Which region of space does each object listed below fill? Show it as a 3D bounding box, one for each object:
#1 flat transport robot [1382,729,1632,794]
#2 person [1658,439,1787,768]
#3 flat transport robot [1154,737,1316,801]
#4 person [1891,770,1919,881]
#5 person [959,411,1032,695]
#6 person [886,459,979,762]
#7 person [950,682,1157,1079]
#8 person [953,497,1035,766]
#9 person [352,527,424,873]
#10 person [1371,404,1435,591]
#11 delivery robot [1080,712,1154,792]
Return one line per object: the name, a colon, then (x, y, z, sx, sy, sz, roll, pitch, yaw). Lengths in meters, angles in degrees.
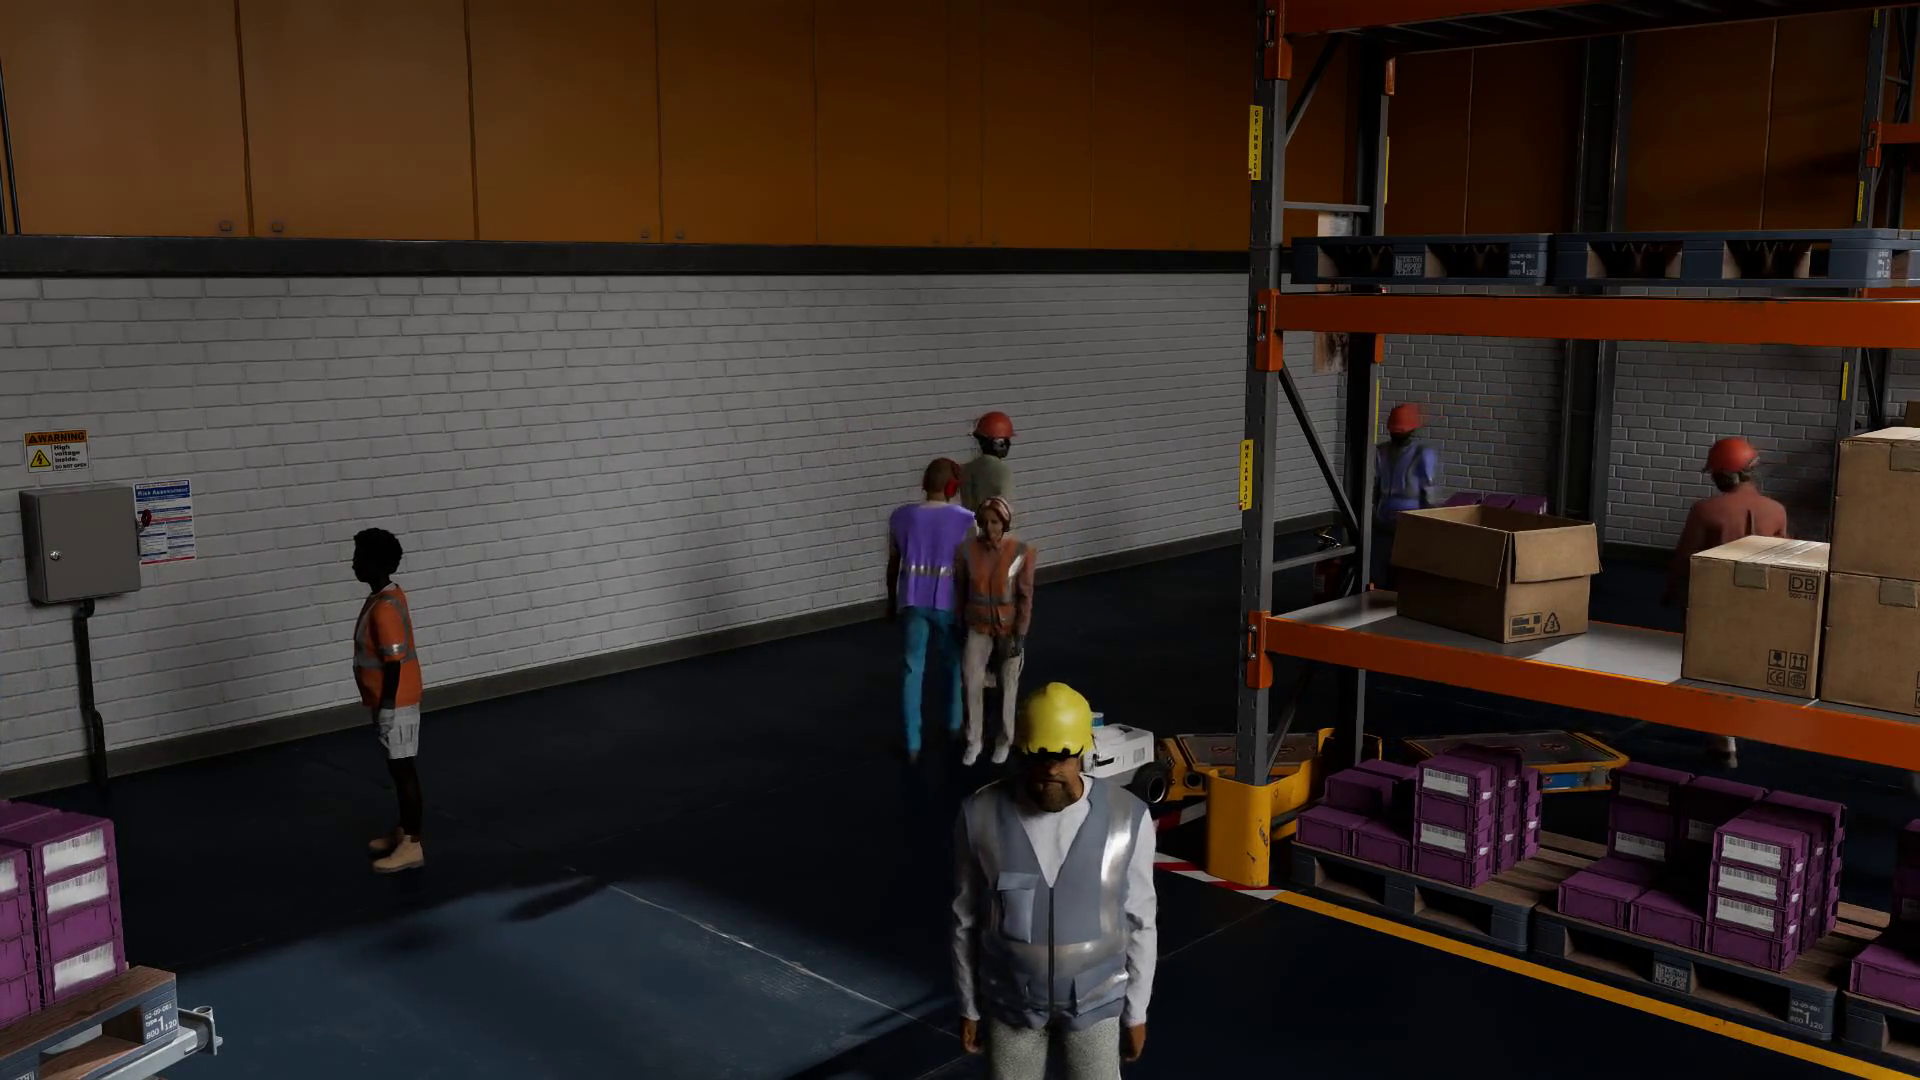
flat transport robot: (3.178, 1.279, 9.481, 1.431, 0.197, 0.652, -2, 9, -10)
person: (4.555, 0.361, 10.010, 0.620, 1.940, 0.799, -2, 9, -12)
flat transport robot: (1.721, 1.283, 9.459, 1.431, 0.197, 0.652, 0, 9, -1)
person: (4.730, 0.792, 7.782, 0.486, 1.806, 0.676, 7, 11, 36)
person: (0.240, 0.105, 11.445, 0.476, 1.977, 0.650, -6, 11, -33)
person: (-0.169, 0.401, 10.186, 0.631, 1.797, 0.894, 2, 9, 12)
person: (0.260, 1.285, 4.716, 0.587, 1.825, 0.404, 1, 9, 4)
person: (0.187, 0.550, 9.811, 0.509, 1.616, 0.509, 2, 10, 13)
person: (-2.808, 0.779, 8.183, 0.322, 1.697, 0.536, -3, 10, -18)
person: (3.647, -0.194, 13.636, 0.957, 1.877, 0.569, -7, 11, -35)
delivery robot: (0.722, 1.174, 8.973, 0.707, 0.478, 0.477, -9, 13, -44)
